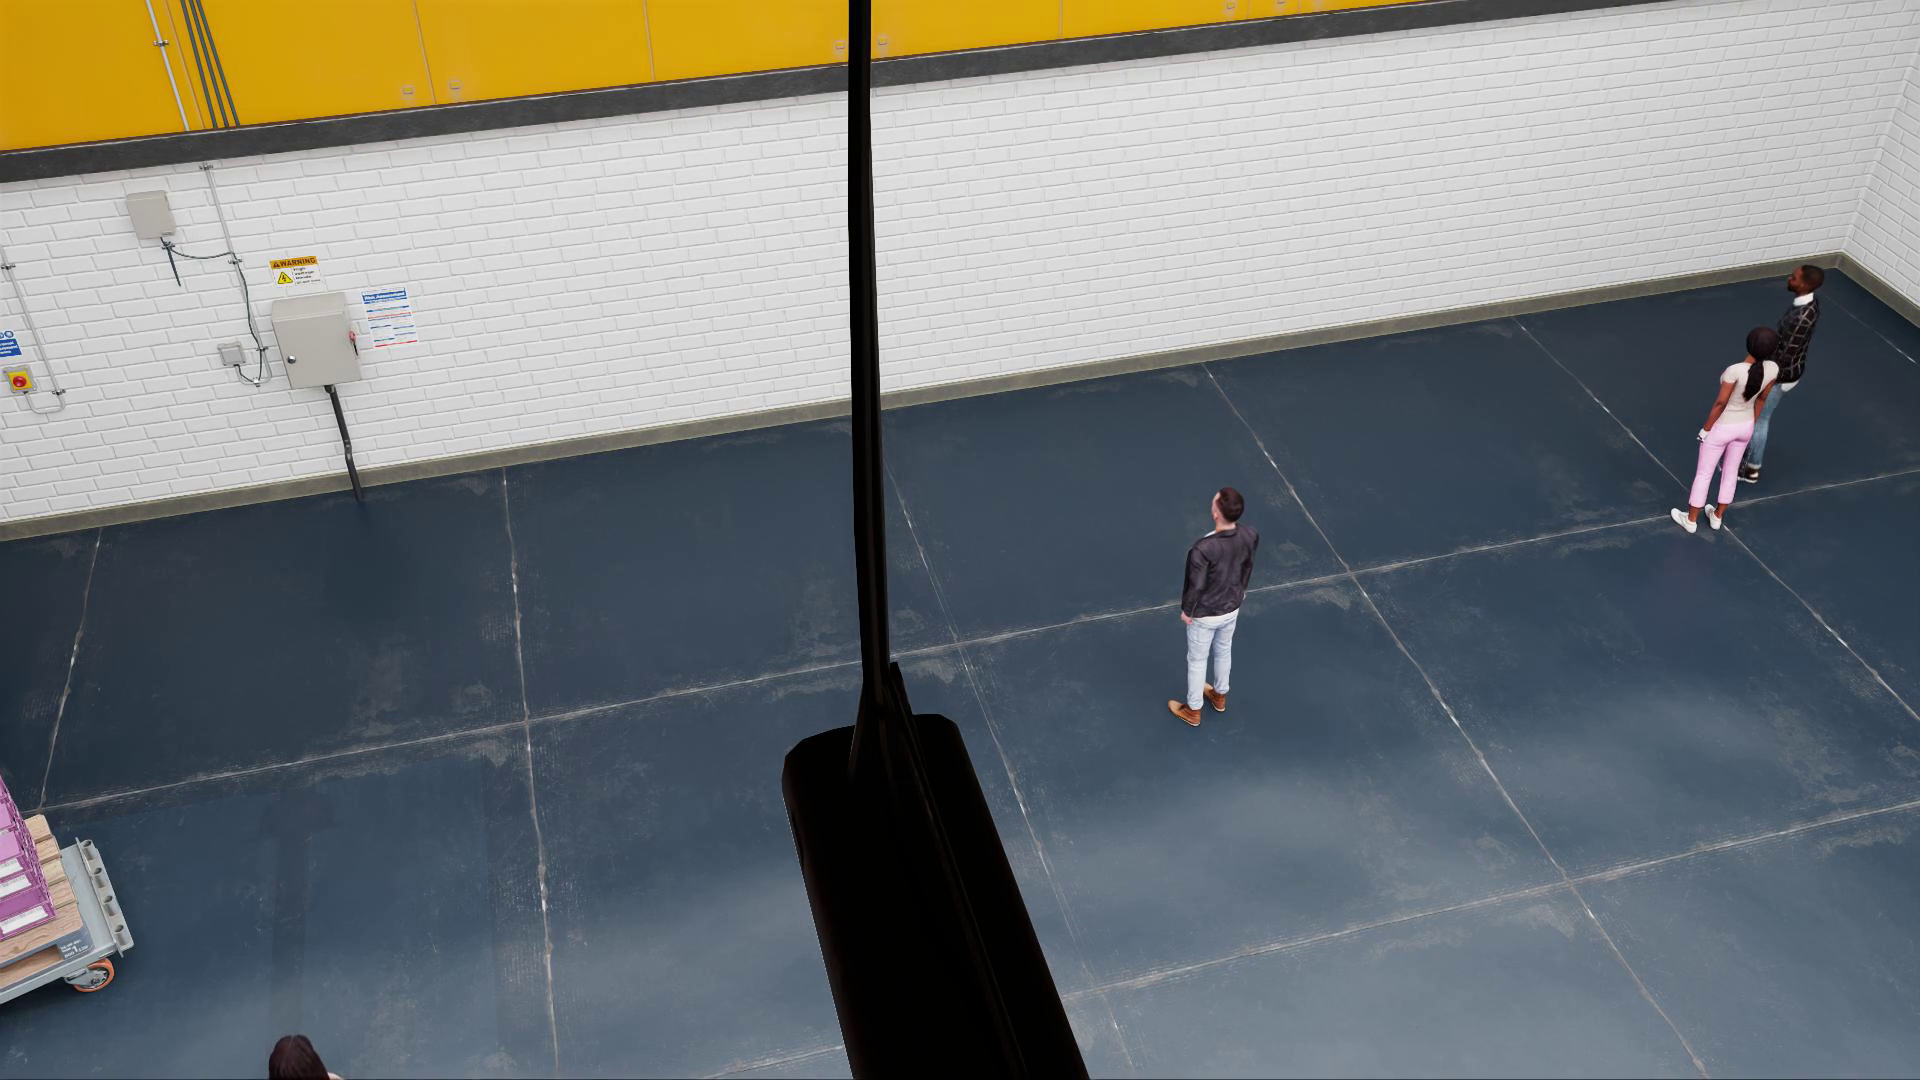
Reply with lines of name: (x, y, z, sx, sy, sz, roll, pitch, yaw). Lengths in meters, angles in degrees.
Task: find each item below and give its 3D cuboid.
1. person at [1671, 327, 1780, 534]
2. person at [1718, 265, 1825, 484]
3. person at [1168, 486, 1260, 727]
person: (5.627, -0.812, 12.159, 0.592, 1.742, 0.522, -7, 39, -8)
person: (6.245, -1.257, 12.653, 0.823, 1.820, 0.756, 20, 43, 24)
person: (1.617, 0.424, 10.535, 0.718, 1.837, 0.664, -22, 44, -25)
